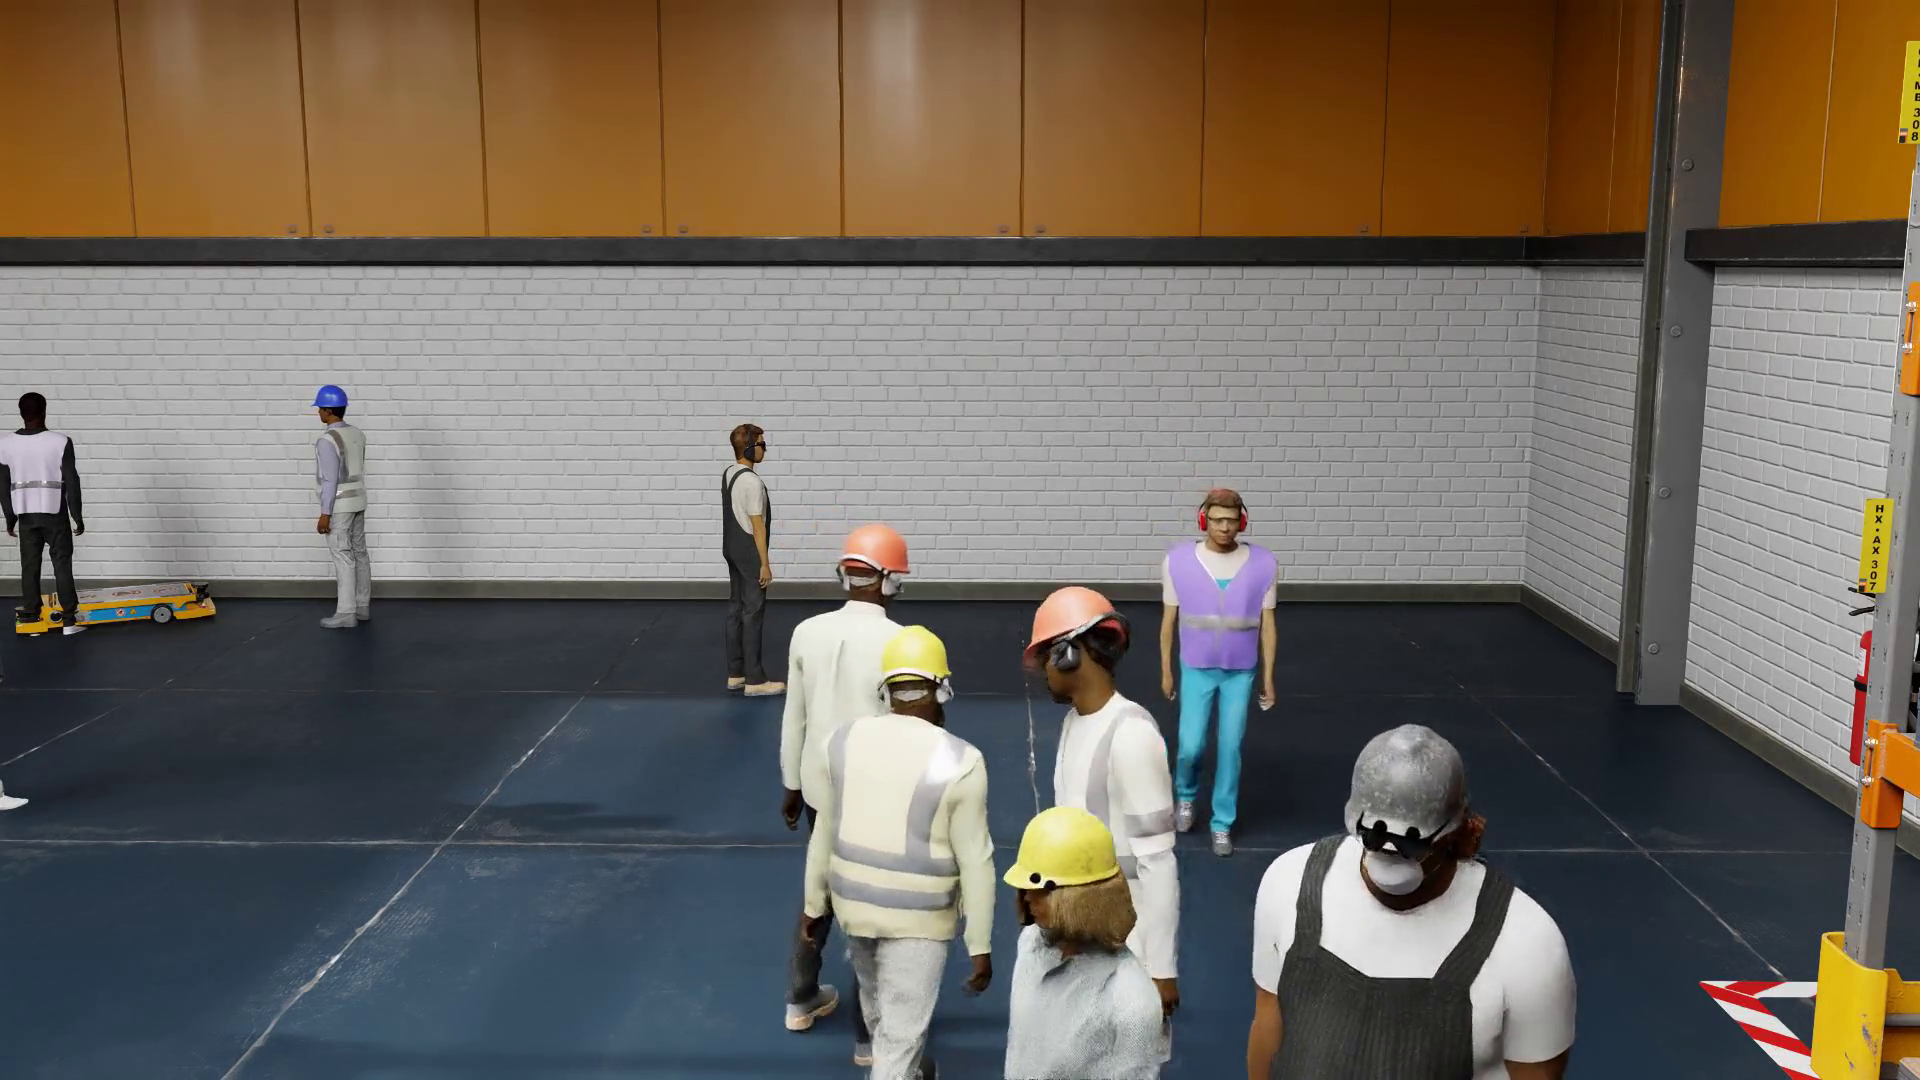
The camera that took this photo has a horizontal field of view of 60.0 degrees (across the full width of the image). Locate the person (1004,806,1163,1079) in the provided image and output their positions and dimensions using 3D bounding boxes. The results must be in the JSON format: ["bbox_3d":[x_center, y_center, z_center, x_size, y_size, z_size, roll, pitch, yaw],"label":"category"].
[{"bbox_3d":[0.248,1.436,3.763,0.321,1.742,0.490,-6,11,-33],"label":"person"}]

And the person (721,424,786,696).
[{"bbox_3d":[-1.426,0.133,11.265,0.345,1.846,0.507,-6,11,-33],"label":"person"}]

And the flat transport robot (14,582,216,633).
[{"bbox_3d":[-6.878,0.536,13.555,1.431,0.197,0.652,-5,11,-28],"label":"flat transport robot"}]

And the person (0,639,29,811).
[{"bbox_3d":[-5.274,0.639,8.827,0.520,1.645,0.307,5,11,26],"label":"person"}]

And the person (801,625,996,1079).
[{"bbox_3d":[-0.161,1.166,5.294,0.678,1.766,0.922,6,11,31],"label":"person"}]

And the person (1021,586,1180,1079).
[{"bbox_3d":[0.438,1.151,4.783,0.386,1.988,0.743,-3,10,-17],"label":"person"}]

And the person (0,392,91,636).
[{"bbox_3d":[-7.187,-0.197,13.024,0.588,1.917,0.391,-2,10,-9],"label":"person"}]

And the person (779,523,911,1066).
[{"bbox_3d":[-0.343,0.922,6.191,0.648,1.966,0.492,6,11,34],"label":"person"}]

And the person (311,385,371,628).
[{"bbox_3d":[-4.976,-0.271,13.370,0.389,1.949,0.604,1,10,6],"label":"person"}]

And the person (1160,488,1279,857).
[{"bbox_3d":[1.277,0.645,8.226,0.560,1.833,0.433,0,9,3],"label":"person"}]
